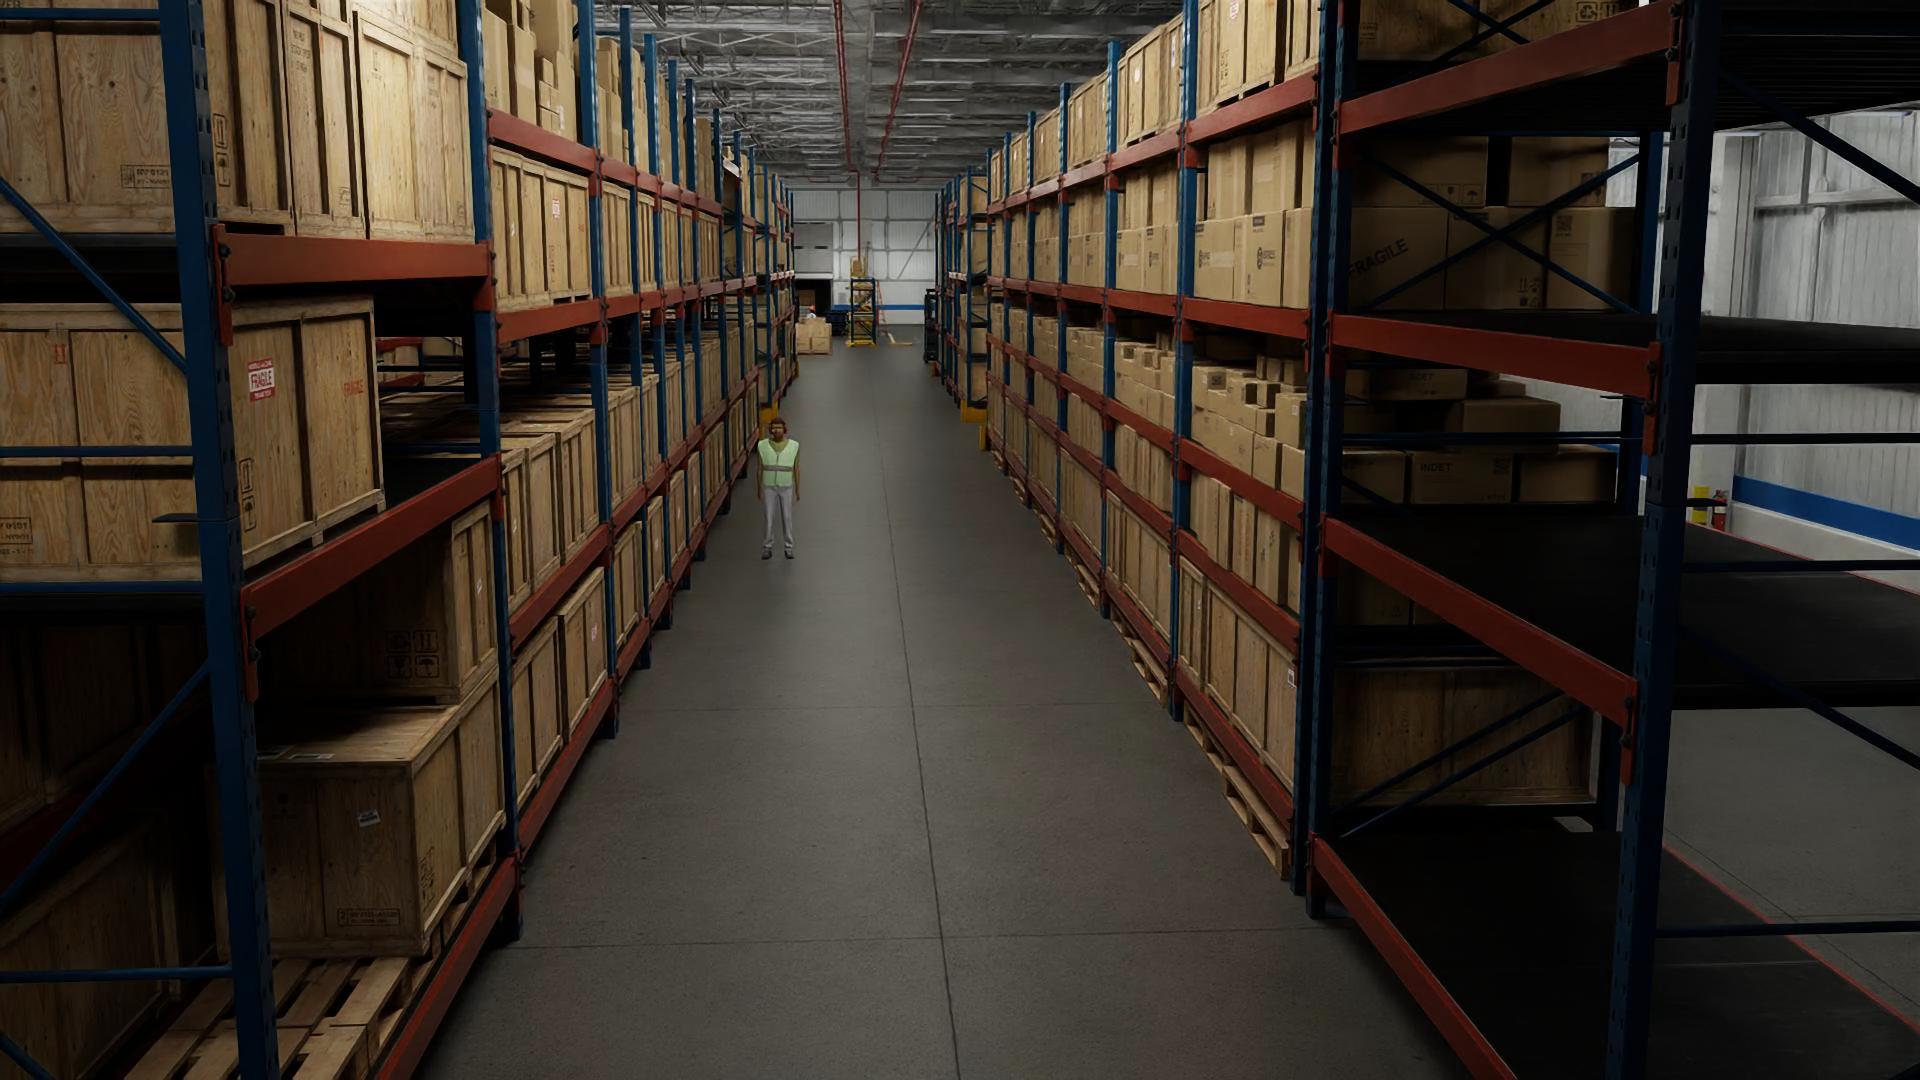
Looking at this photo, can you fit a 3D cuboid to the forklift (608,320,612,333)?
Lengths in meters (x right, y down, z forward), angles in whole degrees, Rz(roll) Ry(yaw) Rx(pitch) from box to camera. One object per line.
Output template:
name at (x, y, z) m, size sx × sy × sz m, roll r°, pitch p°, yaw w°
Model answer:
forklift at (-9.491, -5.448, 47.013) m, size 1.129 × 2.768 × 1.873 m, roll -1°, pitch 10°, yaw -4°

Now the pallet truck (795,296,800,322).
pallet truck at (-8.622, -12.439, 91.403) m, size 1.885 × 1.965 × 0.823 m, roll 2°, pitch 10°, yaw 13°

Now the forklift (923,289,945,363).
forklift at (-0.823, -8.157, 63.191) m, size 1.129 × 2.768 × 1.873 m, roll -1°, pitch 10°, yaw -3°

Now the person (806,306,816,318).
person at (-6.478, -9.283, 72.776) m, size 0.543 × 1.928 × 0.400 m, roll 8°, pitch 13°, yaw 41°

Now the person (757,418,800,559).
person at (-2.350, -0.673, 21.565) m, size 0.563 × 1.847 × 0.389 m, roll -1°, pitch 10°, yaw -5°
